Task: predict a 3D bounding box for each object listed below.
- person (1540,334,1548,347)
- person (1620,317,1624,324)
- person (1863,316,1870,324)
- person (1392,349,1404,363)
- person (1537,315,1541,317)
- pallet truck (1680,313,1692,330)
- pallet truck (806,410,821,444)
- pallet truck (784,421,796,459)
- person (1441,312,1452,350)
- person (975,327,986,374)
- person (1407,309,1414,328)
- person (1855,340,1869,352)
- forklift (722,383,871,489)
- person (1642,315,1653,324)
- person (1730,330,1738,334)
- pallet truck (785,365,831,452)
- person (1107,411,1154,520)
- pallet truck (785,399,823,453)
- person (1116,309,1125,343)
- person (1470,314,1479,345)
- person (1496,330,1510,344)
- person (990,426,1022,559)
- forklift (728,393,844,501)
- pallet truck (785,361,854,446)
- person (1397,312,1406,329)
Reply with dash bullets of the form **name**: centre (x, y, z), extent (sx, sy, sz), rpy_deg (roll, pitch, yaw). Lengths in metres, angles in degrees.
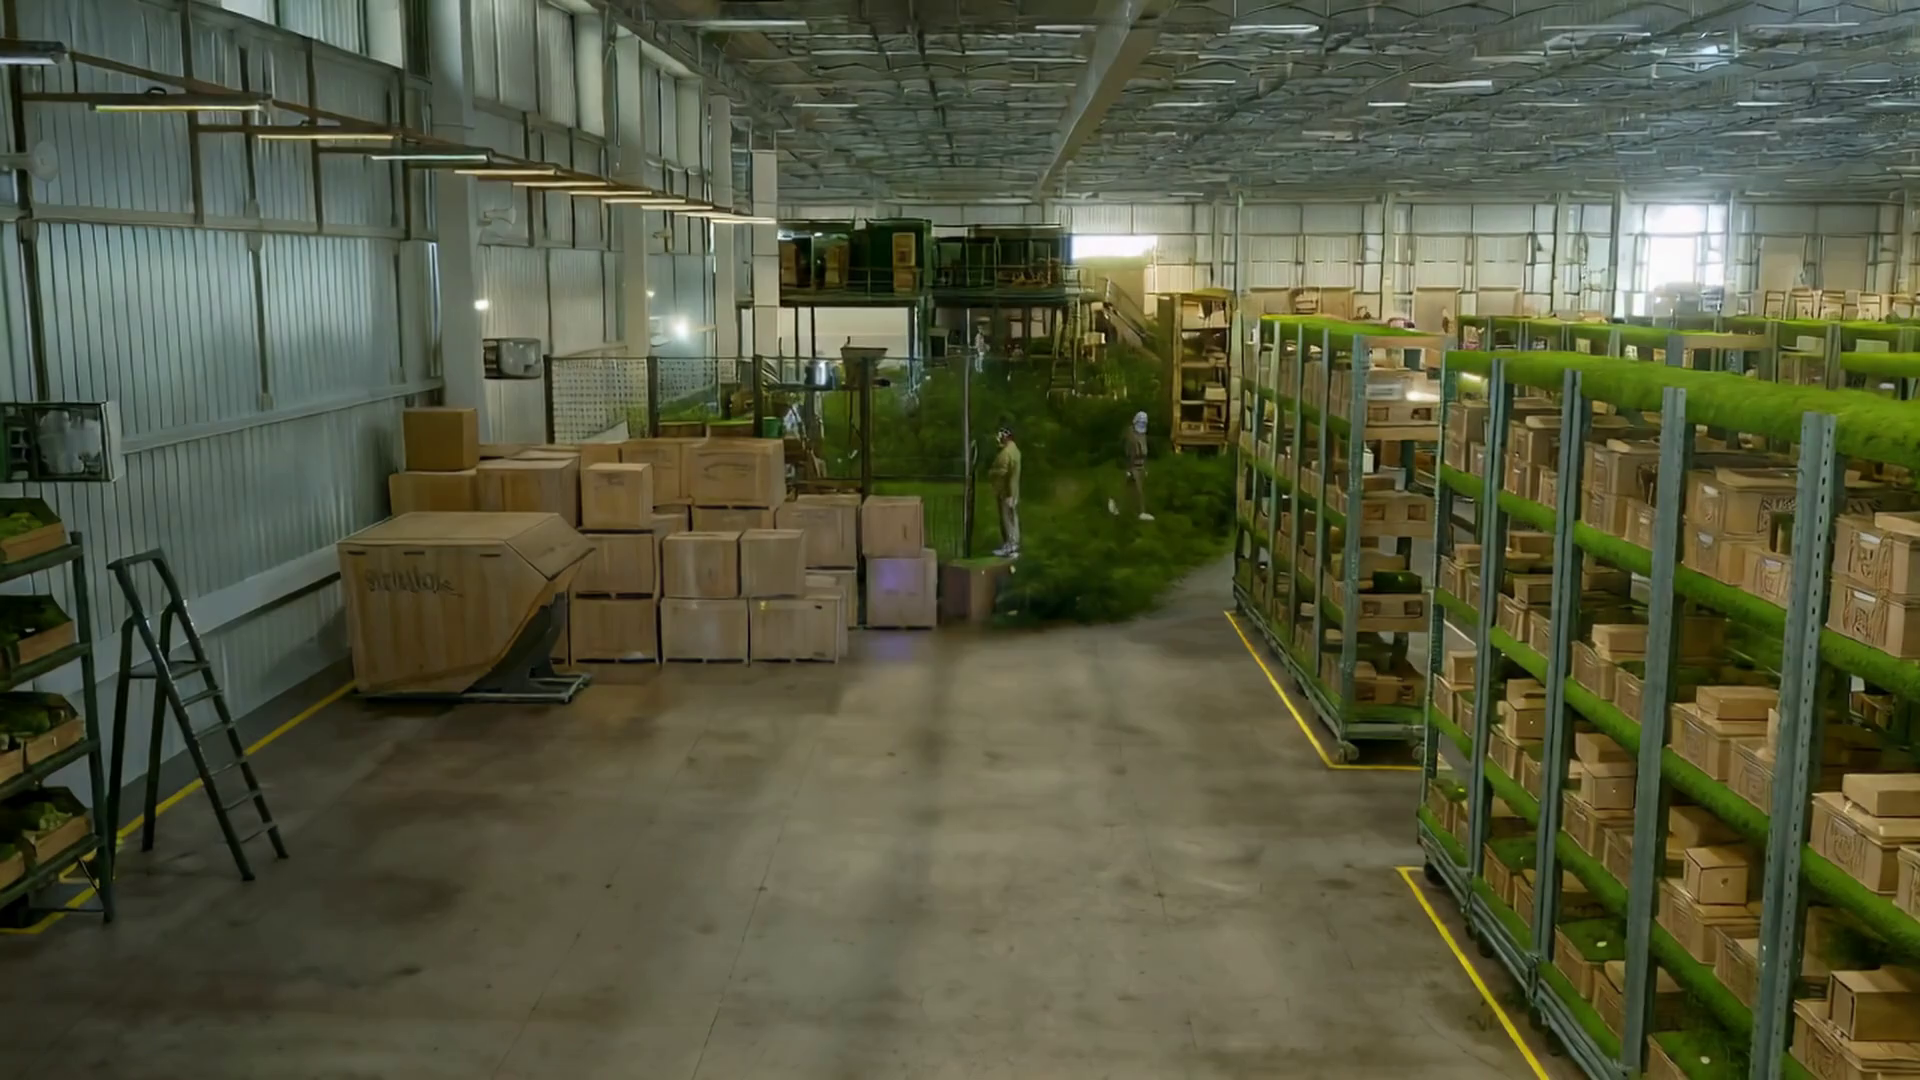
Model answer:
- **person**: centre (25.115, -8.352, 71.512), extent (0.313, 1.769, 0.523), rpy_deg (8, 12, 42)
- **person**: centre (30.893, -9.433, 77.719), extent (0.585, 1.918, 0.394), rpy_deg (6, 11, 33)
- **person**: centre (44.292, -10.004, 81.291), extent (0.607, 1.899, 0.601), rpy_deg (-8, 12, -40)
- **person**: centre (14.740, -5.878, 55.554), extent (1.004, 1.992, 0.640), rpy_deg (7, 12, 37)
- **person**: centre (31.378, -11.355, 90.250), extent (0.318, 1.697, 0.535), rpy_deg (4, 10, 22)
- **pallet truck**: centre (36.315, -10.531, 84.244), extent (0.823, 1.965, 1.885), rpy_deg (-6, 11, -33)
- **pallet truck**: centre (-3.559, -2.018, 33.905), extent (1.522, 1.261, 0.704), rpy_deg (0, 9, -1)
- **pallet truck**: centre (-4.013, -1.793, 32.705), extent (1.601, 1.201, 0.680), rpy_deg (0, 9, 1)
- **person**: centre (25.113, -10.766, 85.840), extent (0.406, 1.945, 0.614), rpy_deg (-2, 9, -14)
- **person**: centre (0.820, -7.498, 65.877), extent (0.341, 1.882, 0.587), rpy_deg (6, 11, 34)
- **person**: centre (25.604, -12.187, 94.709), extent (0.399, 1.918, 0.589), rpy_deg (7, 11, 36)
- **person**: centre (32.636, -6.576, 60.259), extent (0.916, 1.860, 0.582), rpy_deg (-1, 9, -4)
- **forklift**: centre (-2.893, -1.687, 28.729), extent (2.680, 1.987, 1.157), rpy_deg (0, 9, -1)
- **person**: centre (33.653, -10.038, 81.458), extent (0.397, 1.926, 0.641), rpy_deg (-6, 11, -31)
- **person**: centre (33.319, -8.410, 71.630), extent (0.735, 1.849, 0.522), rpy_deg (-7, 11, -36)
- **pallet truck**: centre (-3.774, -2.976, 37.635), extent (1.885, 1.965, 0.823), rpy_deg (1, 9, 5)
- **person**: centre (2.843, -1.234, 27.508), extent (0.742, 1.805, 0.598), rpy_deg (7, 12, 38)
- **pallet truck**: centre (-3.814, -2.432, 36.419), extent (1.630, 1.274, 0.653), rpy_deg (0, 9, 1)
- **person**: centre (9.119, -12.166, 94.514), extent (0.551, 1.937, 0.357), rpy_deg (0, 9, 1)
- **person**: centre (26.833, -10.858, 86.767), extent (0.442, 1.828, 0.633), rpy_deg (0, 9, 0)
- **person**: centre (21.875, -7.713, 66.968), extent (0.622, 1.968, 0.895), rpy_deg (9, 13, 43)
- **person**: centre (0.641, -0.691, 23.866), extent (0.397, 1.900, 0.657), rpy_deg (-3, 10, -17)
- **forklift**: centre (-2.979, -1.316, 26.476), extent (2.680, 1.987, 1.157), rpy_deg (0, 9, 1)
- **pallet truck**: centre (-3.410, -3.193, 38.978), extent (1.885, 1.965, 0.823), rpy_deg (0, 9, -1)
- **person**: centre (23.261, -11.064, 87.785), extent (0.680, 1.923, 0.646), rpy_deg (-3, 10, -18)
